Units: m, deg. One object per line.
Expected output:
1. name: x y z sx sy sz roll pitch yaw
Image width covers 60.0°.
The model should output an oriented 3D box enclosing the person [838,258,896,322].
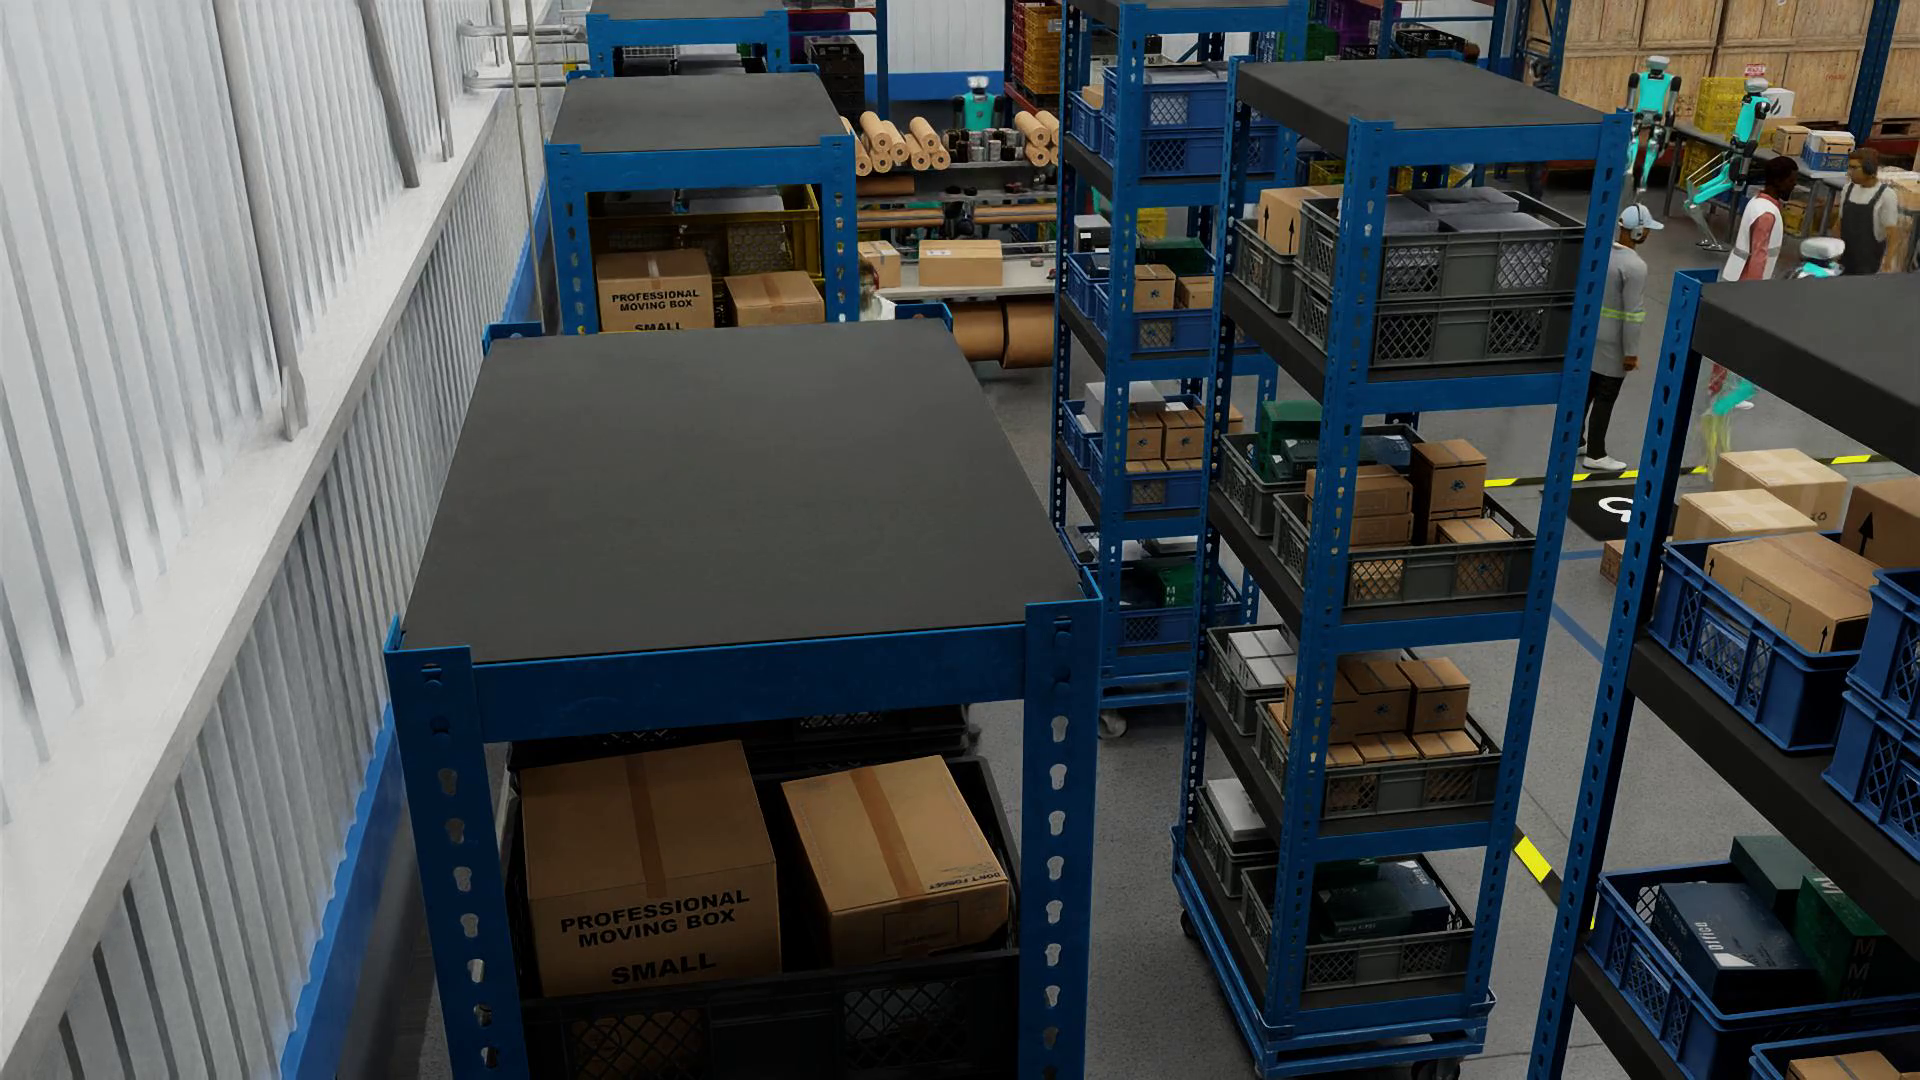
1. person: -0.635 -0.910 10.455 0.569 1.795 0.988 -13 28 -26

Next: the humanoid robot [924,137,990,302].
1. humanoid robot: -0.028 -2.653 14.376 0.609 1.656 0.394 2 25 5

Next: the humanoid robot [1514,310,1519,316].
1. humanoid robot: 4.059 -1.825 12.596 0.589 1.640 0.603 -5 25 -11

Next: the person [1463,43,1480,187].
1. person: 5.567 -4.597 18.474 0.627 1.794 0.929 -11 27 -22

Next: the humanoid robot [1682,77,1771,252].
1. humanoid robot: 7.497 -3.713 16.452 0.735 1.677 0.533 3 25 7

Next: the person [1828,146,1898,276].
1. person: 7.165 -2.198 13.241 0.371 1.814 0.741 -7 26 -15

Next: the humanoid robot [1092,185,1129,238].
1. humanoid robot: 1.504 -2.452 13.937 0.878 1.824 0.547 3 25 7

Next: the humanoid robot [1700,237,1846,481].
1. humanoid robot: 5.345 -1.190 11.183 0.536 1.811 0.815 -19 31 -35

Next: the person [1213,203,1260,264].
1. person: 2.446 -2.900 14.881 0.480 1.699 0.859 -1 25 -2

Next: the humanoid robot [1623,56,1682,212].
1. humanoid robot: 7.304 -4.220 17.766 0.533 1.761 0.999 10 26 20

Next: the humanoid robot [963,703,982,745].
1. humanoid robot: -0.108 0.311 7.948 0.587 1.645 0.486 4 25 8

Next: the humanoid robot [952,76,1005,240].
1. humanoid robot: 0.139 -3.791 16.916 0.537 1.892 0.708 -4 25 -8

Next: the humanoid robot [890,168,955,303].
1. humanoid robot: -0.288 -2.614 14.282 0.545 1.808 0.814 2 25 5

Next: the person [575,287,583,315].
1. person: -2.228 -1.086 10.798 0.544 1.815 0.960 0 25 0

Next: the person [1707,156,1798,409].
1. person: 5.968 -1.945 12.571 0.394 1.911 0.580 10 27 21

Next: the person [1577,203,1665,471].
1. person: 4.507 -1.395 11.436 0.396 1.850 0.596 -5 25 -10

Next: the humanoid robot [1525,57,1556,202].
1. humanoid robot: 6.385 -4.475 18.340 0.321 1.647 0.598 -1 25 -1
